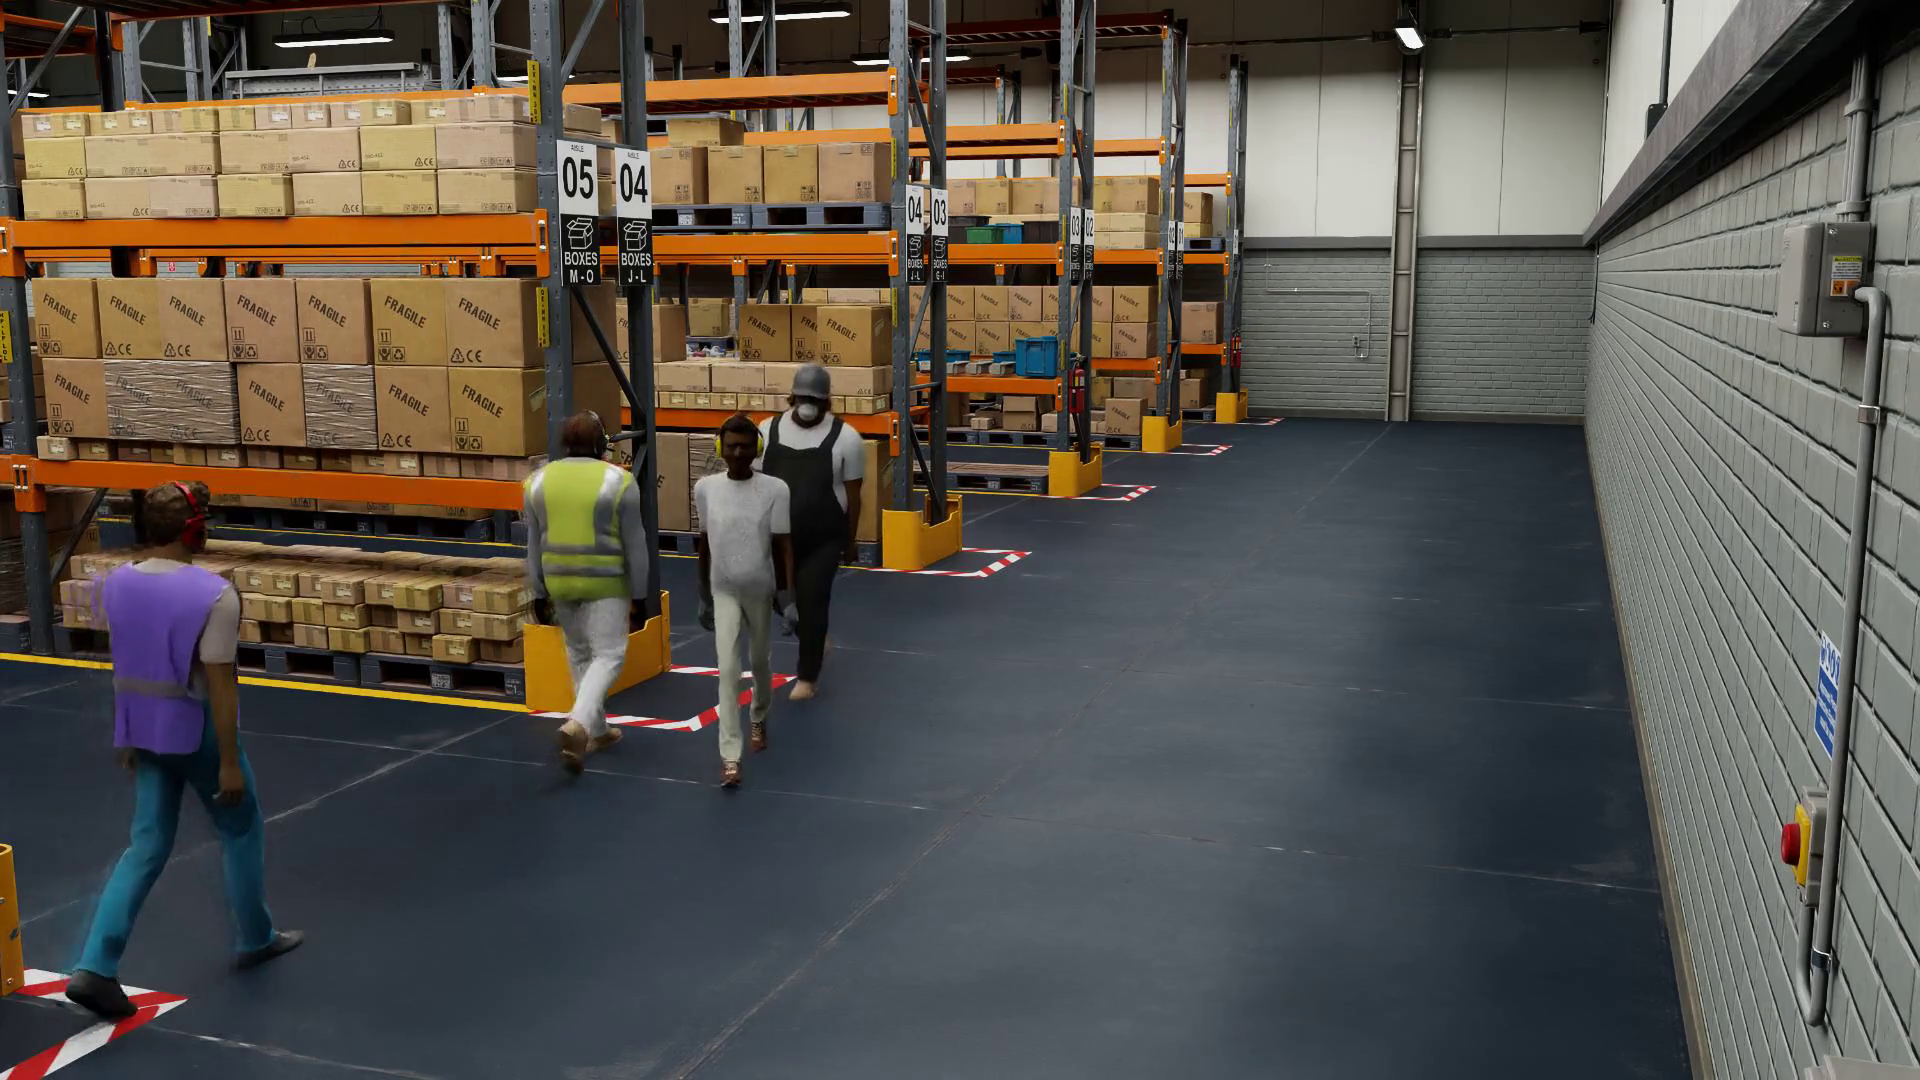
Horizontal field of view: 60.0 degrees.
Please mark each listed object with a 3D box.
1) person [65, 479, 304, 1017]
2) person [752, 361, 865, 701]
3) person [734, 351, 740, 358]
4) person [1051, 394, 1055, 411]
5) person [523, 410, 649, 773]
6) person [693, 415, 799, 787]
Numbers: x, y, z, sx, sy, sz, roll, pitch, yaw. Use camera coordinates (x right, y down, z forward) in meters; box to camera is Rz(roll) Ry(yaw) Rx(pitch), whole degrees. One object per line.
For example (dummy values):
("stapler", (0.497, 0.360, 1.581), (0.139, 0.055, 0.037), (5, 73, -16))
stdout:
("person", (-2.709, 0.697, 5.703), (0.573, 1.813, 0.894), (3, 10, 20))
("person", (-0.901, -0.101, 9.953), (0.686, 2.000, 0.770), (2, 9, 13))
("person", (-2.459, -1.492, 19.050), (0.847, 1.913, 0.637), (3, 9, 15))
("person", (1.649, -2.595, 25.764), (0.728, 1.971, 0.619), (5, 10, 27))
("person", (-1.908, 0.256, 8.426), (0.635, 1.824, 0.784), (2, 9, 14))
("person", (-1.067, 0.272, 8.366), (0.529, 1.820, 1.034), (0, 9, -1))
